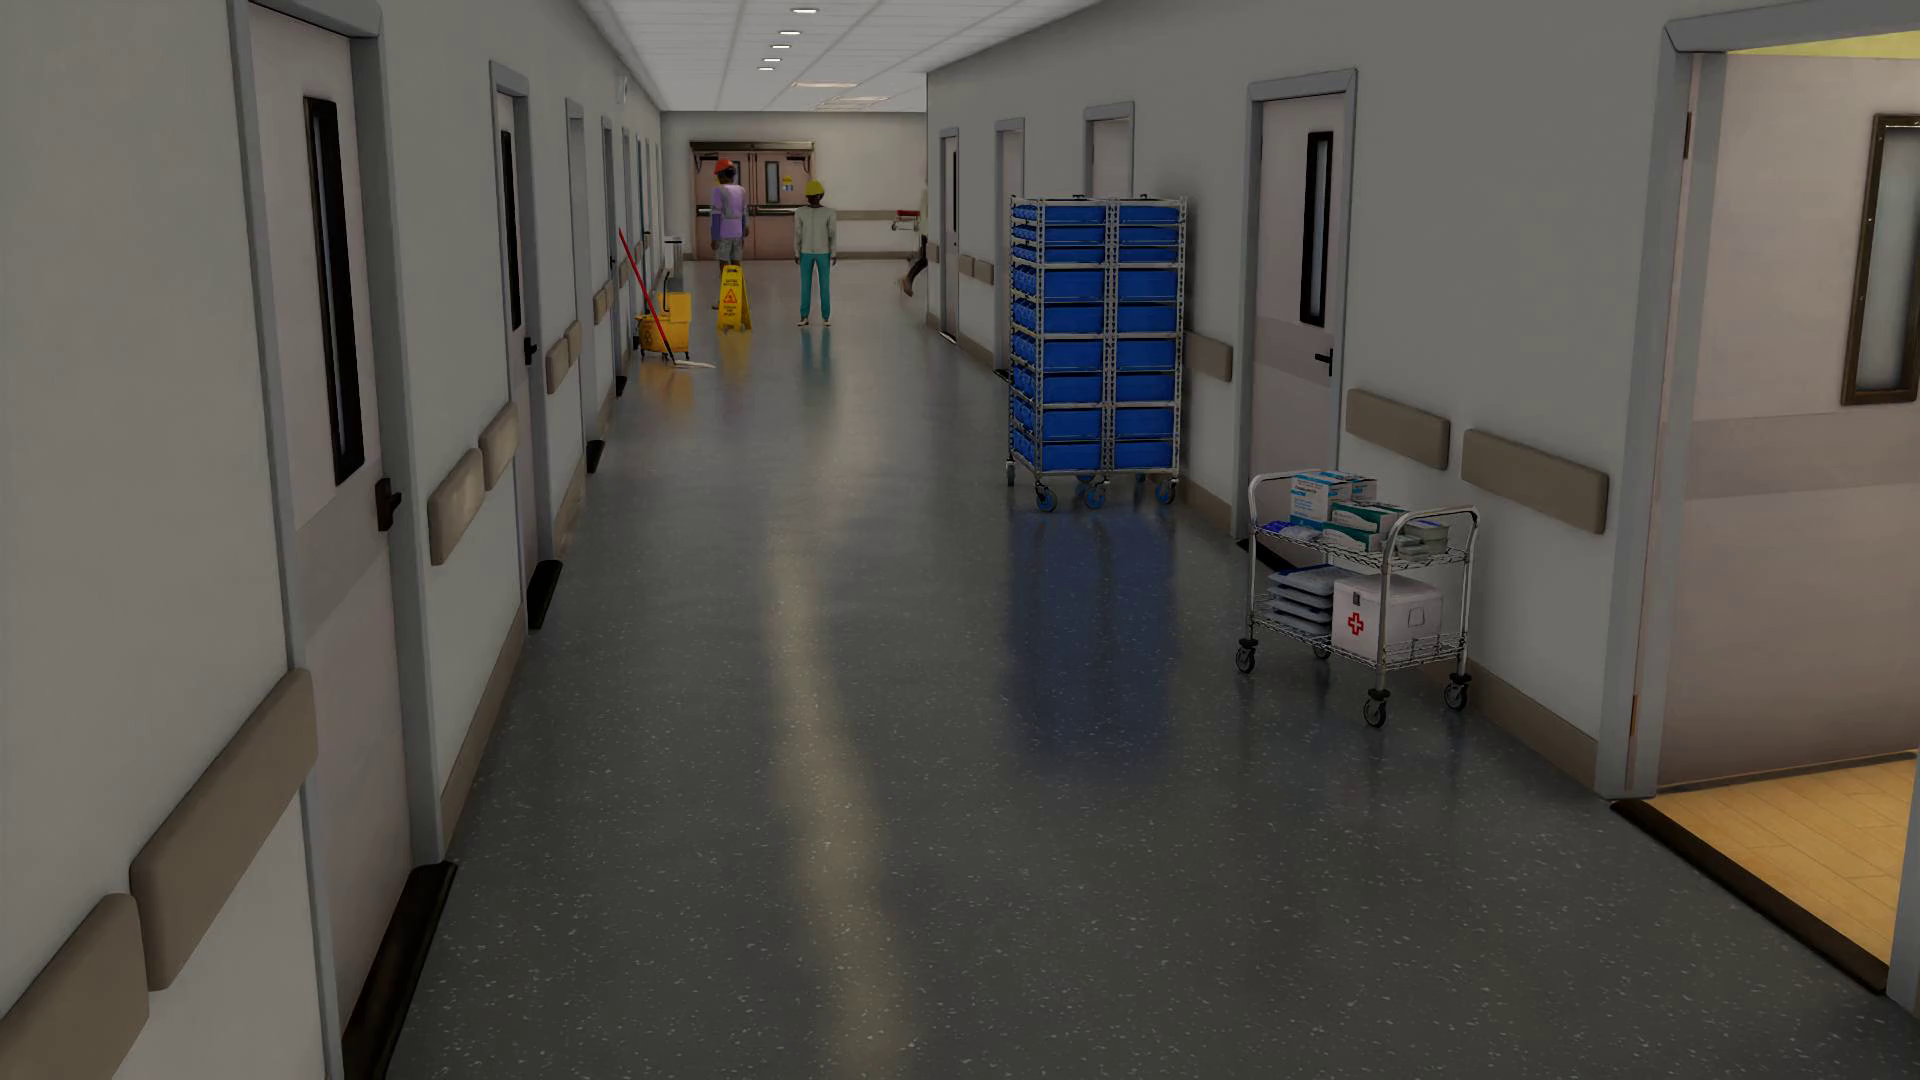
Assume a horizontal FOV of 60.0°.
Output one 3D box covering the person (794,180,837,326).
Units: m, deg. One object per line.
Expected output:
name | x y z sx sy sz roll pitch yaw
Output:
person | -1.763 -3.485 20.257 0.523 1.762 0.329 0 13 2

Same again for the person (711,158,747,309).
person | -3.162 -4.149 22.615 0.410 2.030 0.611 9 16 35

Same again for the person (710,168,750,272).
person | -3.795 -5.218 27.568 0.633 1.922 0.675 -4 13 -17
